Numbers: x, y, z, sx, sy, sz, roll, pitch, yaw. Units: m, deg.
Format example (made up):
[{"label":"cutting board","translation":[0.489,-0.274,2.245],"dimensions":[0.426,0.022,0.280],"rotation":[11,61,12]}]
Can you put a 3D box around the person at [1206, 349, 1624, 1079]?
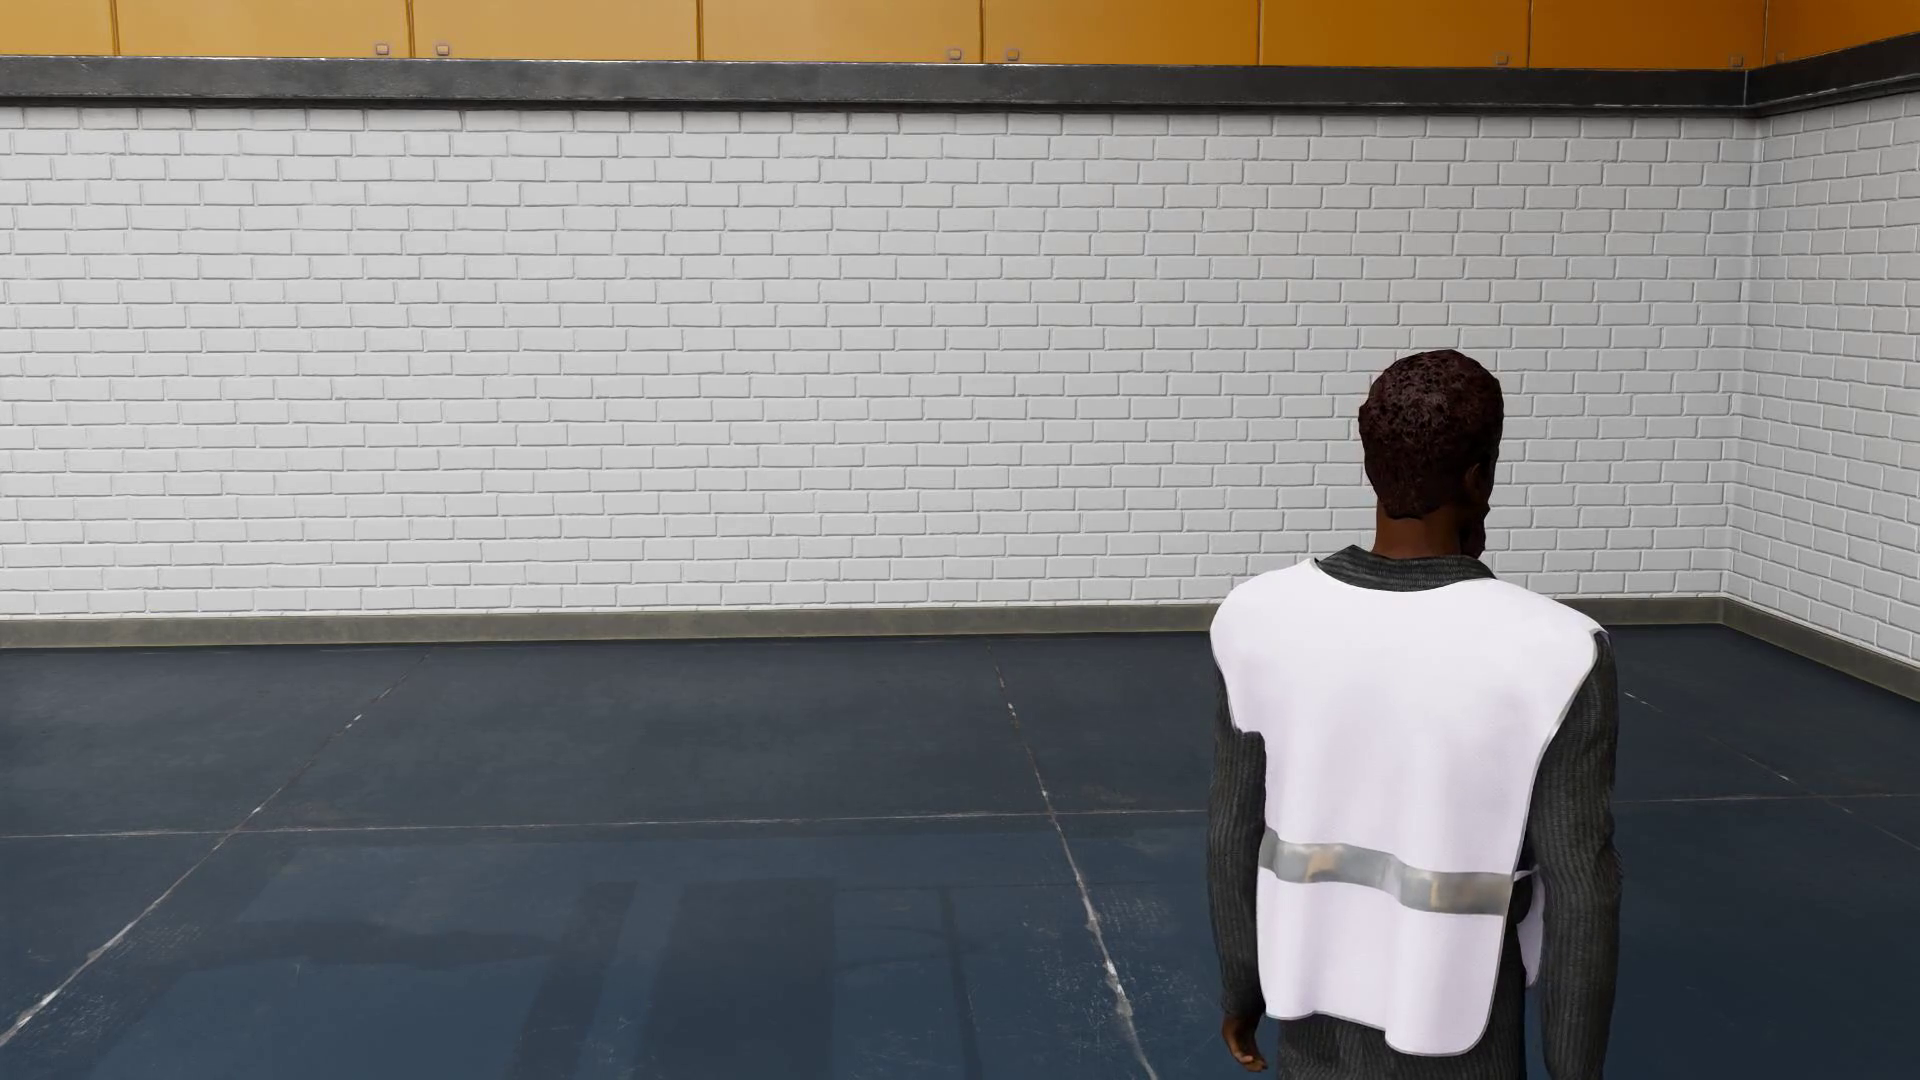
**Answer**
[{"label":"person","translation":[0.640,0.687,2.427],"dimensions":[0.596,1.918,0.382],"rotation":[6,11,35]}]
